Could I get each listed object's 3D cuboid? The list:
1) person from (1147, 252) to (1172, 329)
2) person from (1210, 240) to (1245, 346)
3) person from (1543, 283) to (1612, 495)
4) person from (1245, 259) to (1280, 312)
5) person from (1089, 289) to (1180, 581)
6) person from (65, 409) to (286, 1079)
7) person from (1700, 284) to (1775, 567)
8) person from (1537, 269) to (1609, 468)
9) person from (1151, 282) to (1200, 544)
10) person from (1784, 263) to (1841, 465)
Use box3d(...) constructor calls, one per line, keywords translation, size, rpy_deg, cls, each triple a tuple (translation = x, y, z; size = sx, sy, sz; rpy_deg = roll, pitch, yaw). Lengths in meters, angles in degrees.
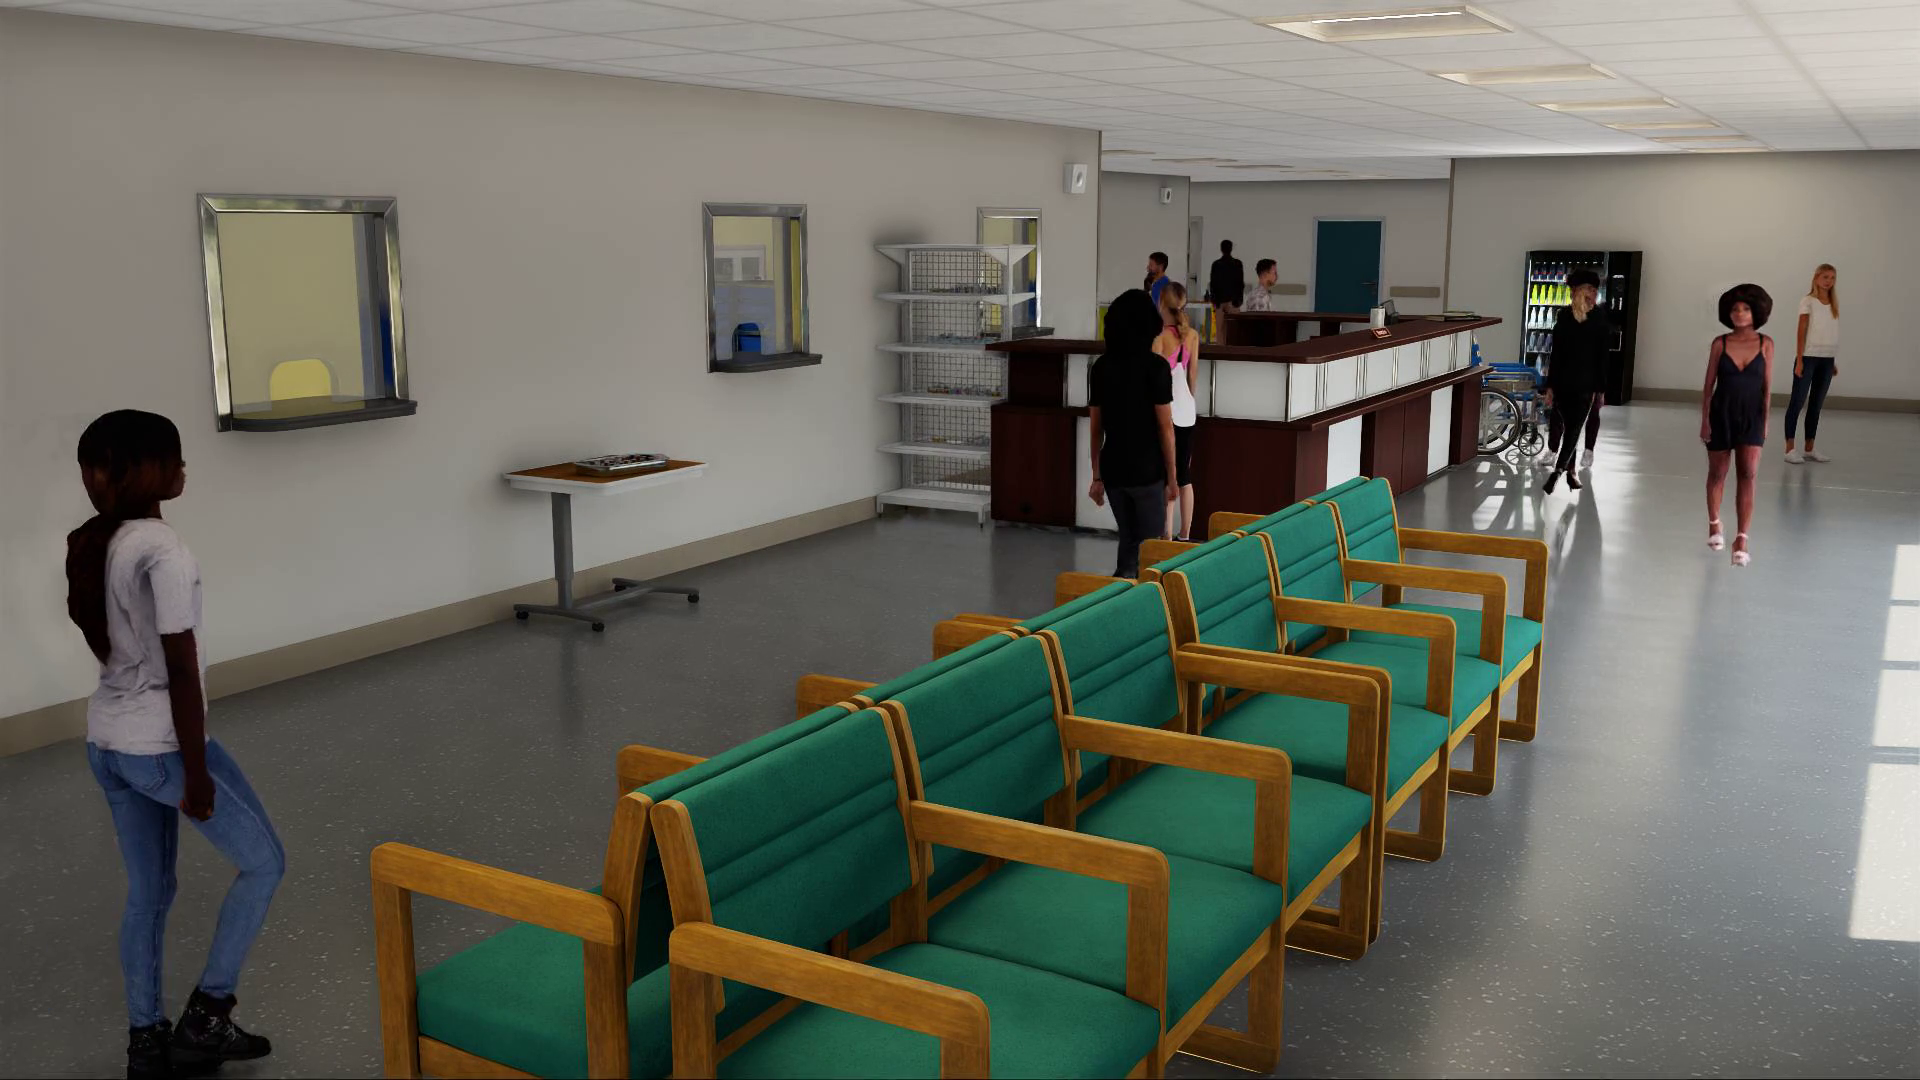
box3d(translation=(2.314, -2.192, 18.225), size=(1.345, 1.806, 0.988), rpy_deg=(1, 11, 6), cls="person")
box3d(translation=(4.140, -3.657, 25.693), size=(1.173, 1.900, 0.980), rpy_deg=(2, 11, 10), cls="person")
box3d(translation=(4.766, -1.121, 12.968), size=(1.037, 1.663, 0.776), rpy_deg=(8, 13, 36), cls="person")
box3d(translation=(2.947, -1.985, 17.197), size=(1.152, 1.782, 0.974), rpy_deg=(1, 11, 7), cls="person")
box3d(translation=(0.842, -0.346, 8.443), size=(0.975, 1.813, 0.810), rpy_deg=(8, 14, 38), cls="person")
box3d(translation=(-2.017, 0.547, 4.035), size=(0.590, 1.715, 0.695), rpy_deg=(8, 13, 35), cls="person")
box3d(translation=(4.921, -0.708, 10.604), size=(1.084, 1.732, 0.717), rpy_deg=(4, 12, 22), cls="person")
box3d(translation=(5.545, -1.509, 14.791), size=(0.911, 1.746, 0.789), rpy_deg=(7, 13, 33), cls="person")
box3d(translation=(1.389, -0.787, 10.873), size=(0.675, 1.787, 0.650), rpy_deg=(-8, 13, -37), cls="person")
box3d(translation=(7.775, -1.611, 15.163), size=(0.668, 1.807, 0.714), rpy_deg=(-3, 11, -18), cls="person")
